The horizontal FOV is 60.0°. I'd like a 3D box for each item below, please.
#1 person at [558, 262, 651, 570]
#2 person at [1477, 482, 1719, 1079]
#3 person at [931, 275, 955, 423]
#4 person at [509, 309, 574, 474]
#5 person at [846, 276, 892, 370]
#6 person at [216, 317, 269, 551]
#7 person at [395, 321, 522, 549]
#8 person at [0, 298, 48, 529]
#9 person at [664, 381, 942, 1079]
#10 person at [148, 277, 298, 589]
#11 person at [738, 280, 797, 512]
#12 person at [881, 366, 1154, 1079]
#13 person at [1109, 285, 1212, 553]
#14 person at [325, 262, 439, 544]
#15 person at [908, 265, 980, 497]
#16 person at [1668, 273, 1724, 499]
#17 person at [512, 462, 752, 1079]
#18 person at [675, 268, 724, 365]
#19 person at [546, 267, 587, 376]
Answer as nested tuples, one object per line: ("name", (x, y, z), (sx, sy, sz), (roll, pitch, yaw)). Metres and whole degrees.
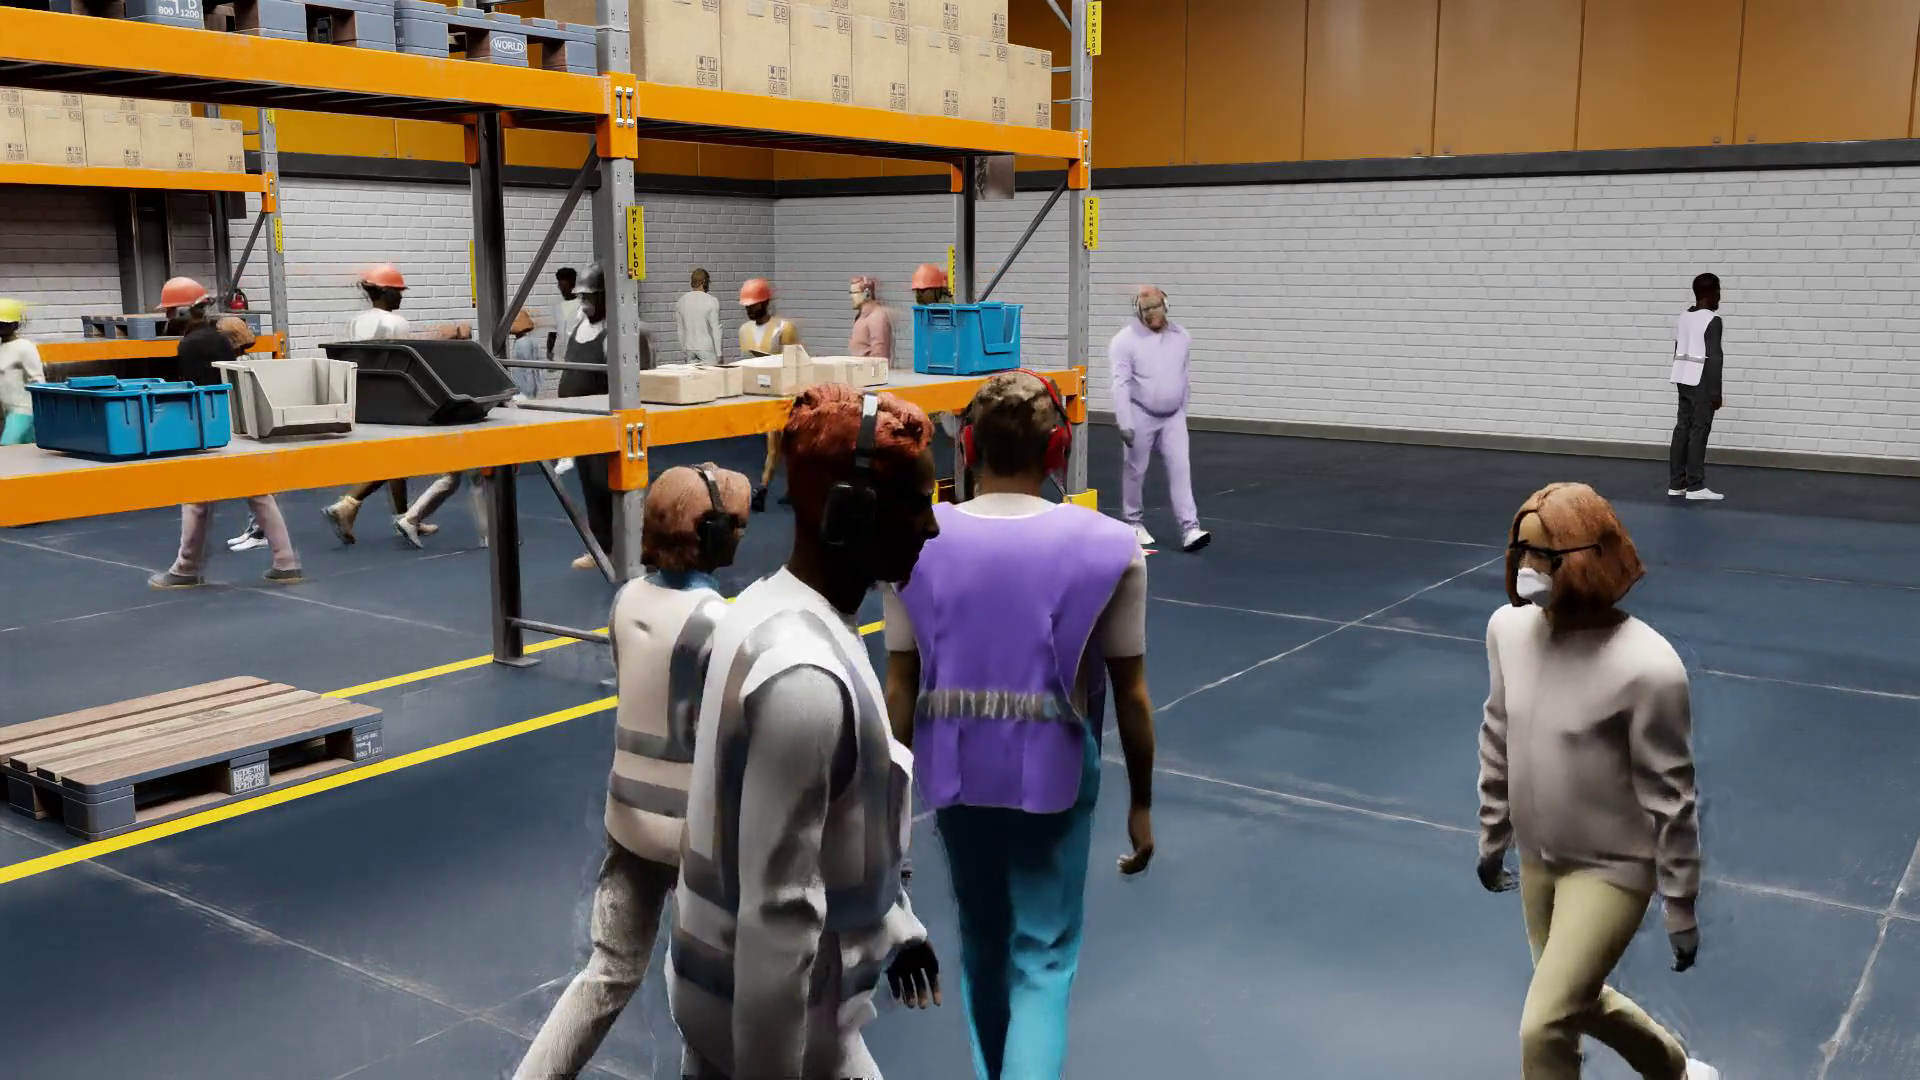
("person", (-2.346, -0.815, 10.893), (0.684, 2.000, 0.581), (9, 13, 44))
("person", (1.342, 0.658, 3.435), (0.751, 1.593, 0.531), (-4, 10, -24))
("person", (-0.190, -2.353, 20.644), (0.430, 1.844, 0.623), (-8, 12, -38))
("person", (-4.068, -1.376, 15.604), (0.873, 1.597, 0.508), (-3, 10, -15))
("person", (-0.832, -1.392, 14.768), (0.427, 1.886, 0.654), (-2, 10, -13))
("person", (-5.048, -0.744, 11.683), (0.276, 1.632, 0.507), (-5, 11, -25))
("person", (-3.542, -0.722, 11.617), (0.785, 1.613, 0.513), (-4, 10, -23))
("person", (-7.161, -0.943, 12.548), (0.495, 1.745, 0.462), (9, 13, 44))
("person", (-0.150, 0.689, 2.508), (0.923, 1.841, 0.607), (-2, 10, -12))
("person", (-4.575, -0.651, 10.305), (0.872, 1.929, 0.647), (0, 10, 2))
("person", (-1.572, -1.171, 13.547), (0.565, 1.865, 0.942), (7, 12, 37))
("person", (0.108, 0.541, 3.525), (0.580, 1.811, 0.931), (2, 10, 12))
("person", (1.376, -0.828, 11.547), (0.657, 1.844, 1.006), (-4, 10, -20))
("person", (-4.167, -0.965, 11.874), (0.612, 2.020, 0.815), (9, 13, 44))
("person", (-0.227, -1.167, 13.153), (1.073, 1.987, 0.629), (-8, 13, -41))
("person", (6.288, -1.308, 14.185), (0.391, 1.922, 0.593), (-1, 10, -9))
("person", (-0.660, 0.636, 3.572), (0.826, 1.604, 0.524), (-9, 13, -42))
("person", (-2.988, -2.166, 19.250), (0.631, 1.939, 0.372), (5, 11, 29))
("person", (-4.379, -2.085, 18.718), (0.650, 1.950, 0.476), (4, 10, 22))
